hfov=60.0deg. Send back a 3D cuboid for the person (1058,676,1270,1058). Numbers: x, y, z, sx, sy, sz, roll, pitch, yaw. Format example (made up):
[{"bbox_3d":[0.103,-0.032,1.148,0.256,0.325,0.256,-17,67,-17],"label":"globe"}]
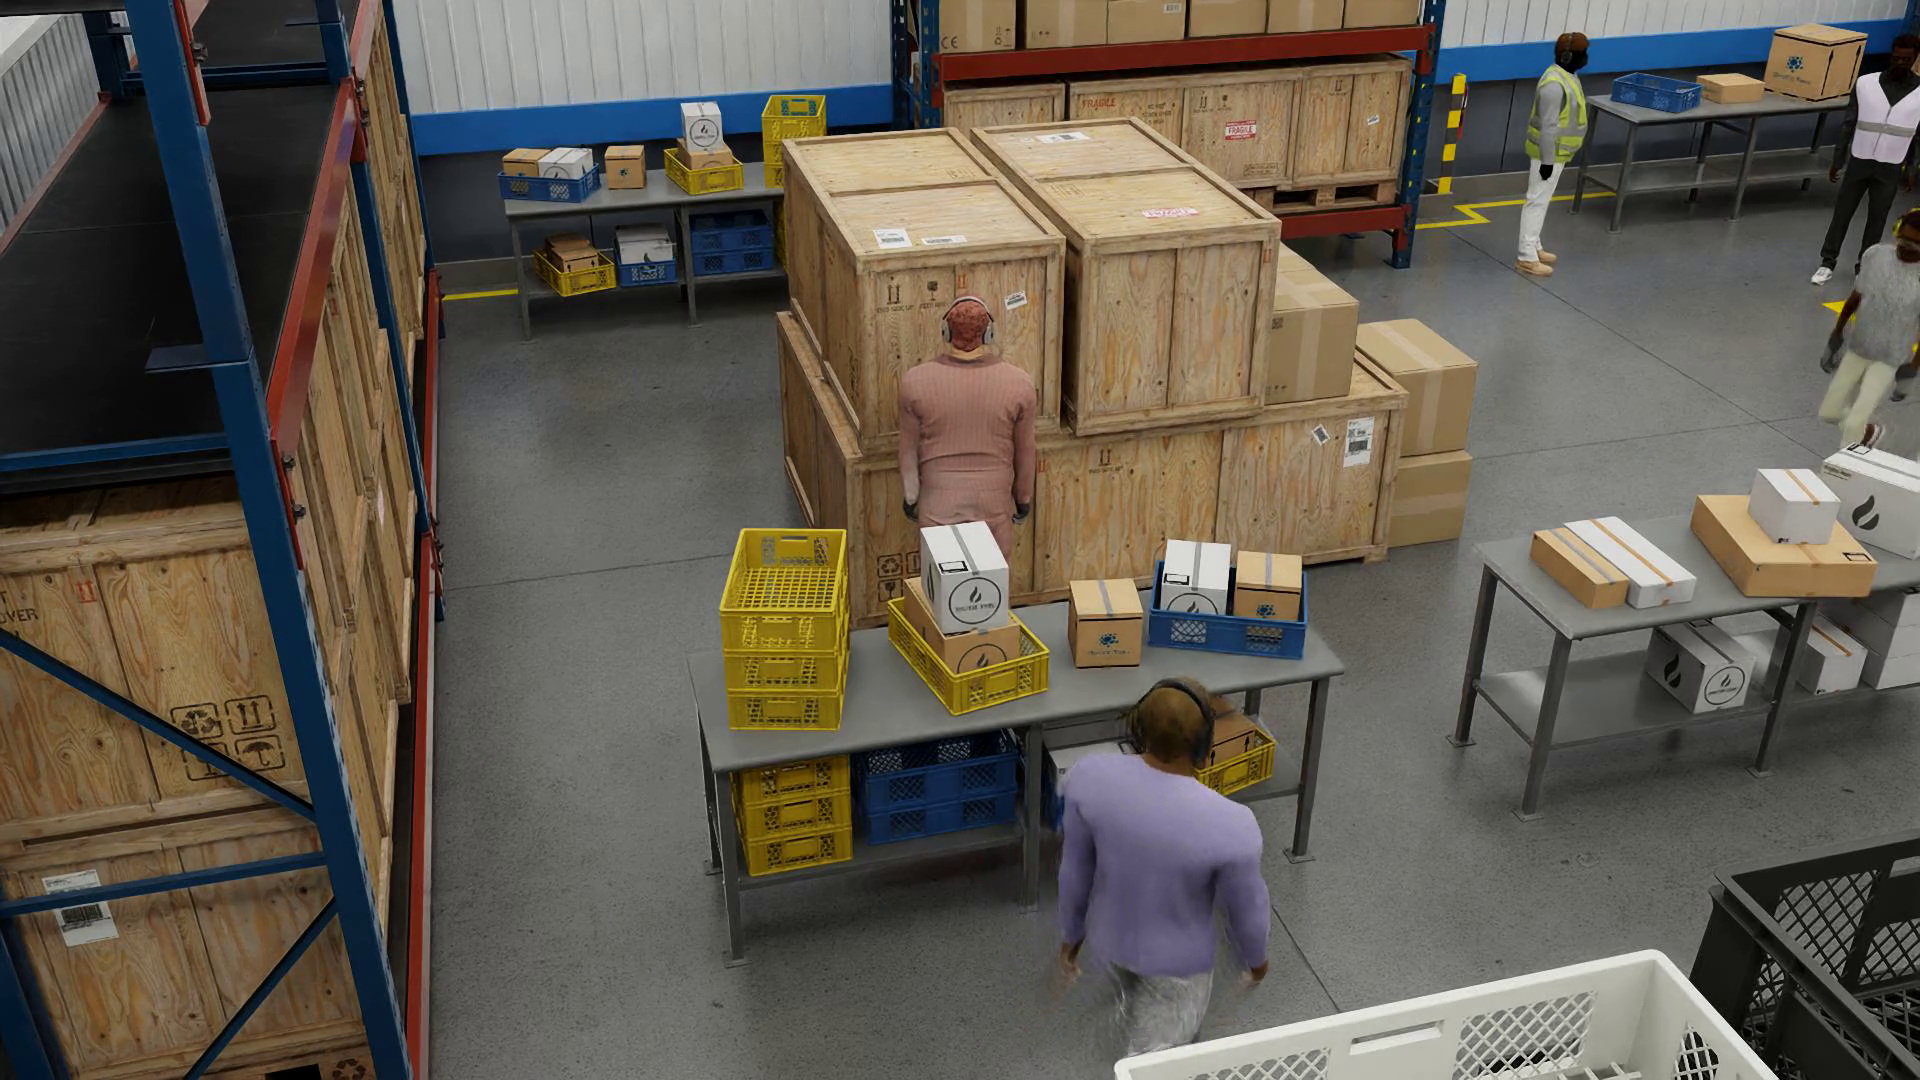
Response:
[{"bbox_3d":[0.661,1.220,5.210,0.637,1.887,0.968,21,35,33],"label":"person"}]

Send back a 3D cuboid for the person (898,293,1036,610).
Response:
[{"bbox_3d":[0.032,-0.246,7.868,0.644,1.899,0.396,-1,29,-2],"label":"person"}]

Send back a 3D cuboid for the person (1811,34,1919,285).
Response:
[{"bbox_3d":[6.918,-2.850,12.566,0.599,1.917,0.377,15,32,25],"label":"person"}]

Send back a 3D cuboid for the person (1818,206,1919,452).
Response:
[{"bbox_3d":[5.189,-1.044,9.373,0.640,1.833,0.581,-19,34,-30],"label":"person"}]

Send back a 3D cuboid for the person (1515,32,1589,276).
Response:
[{"bbox_3d":[4.612,-3.005,12.926,0.429,1.845,0.621,13,31,22],"label":"person"}]
